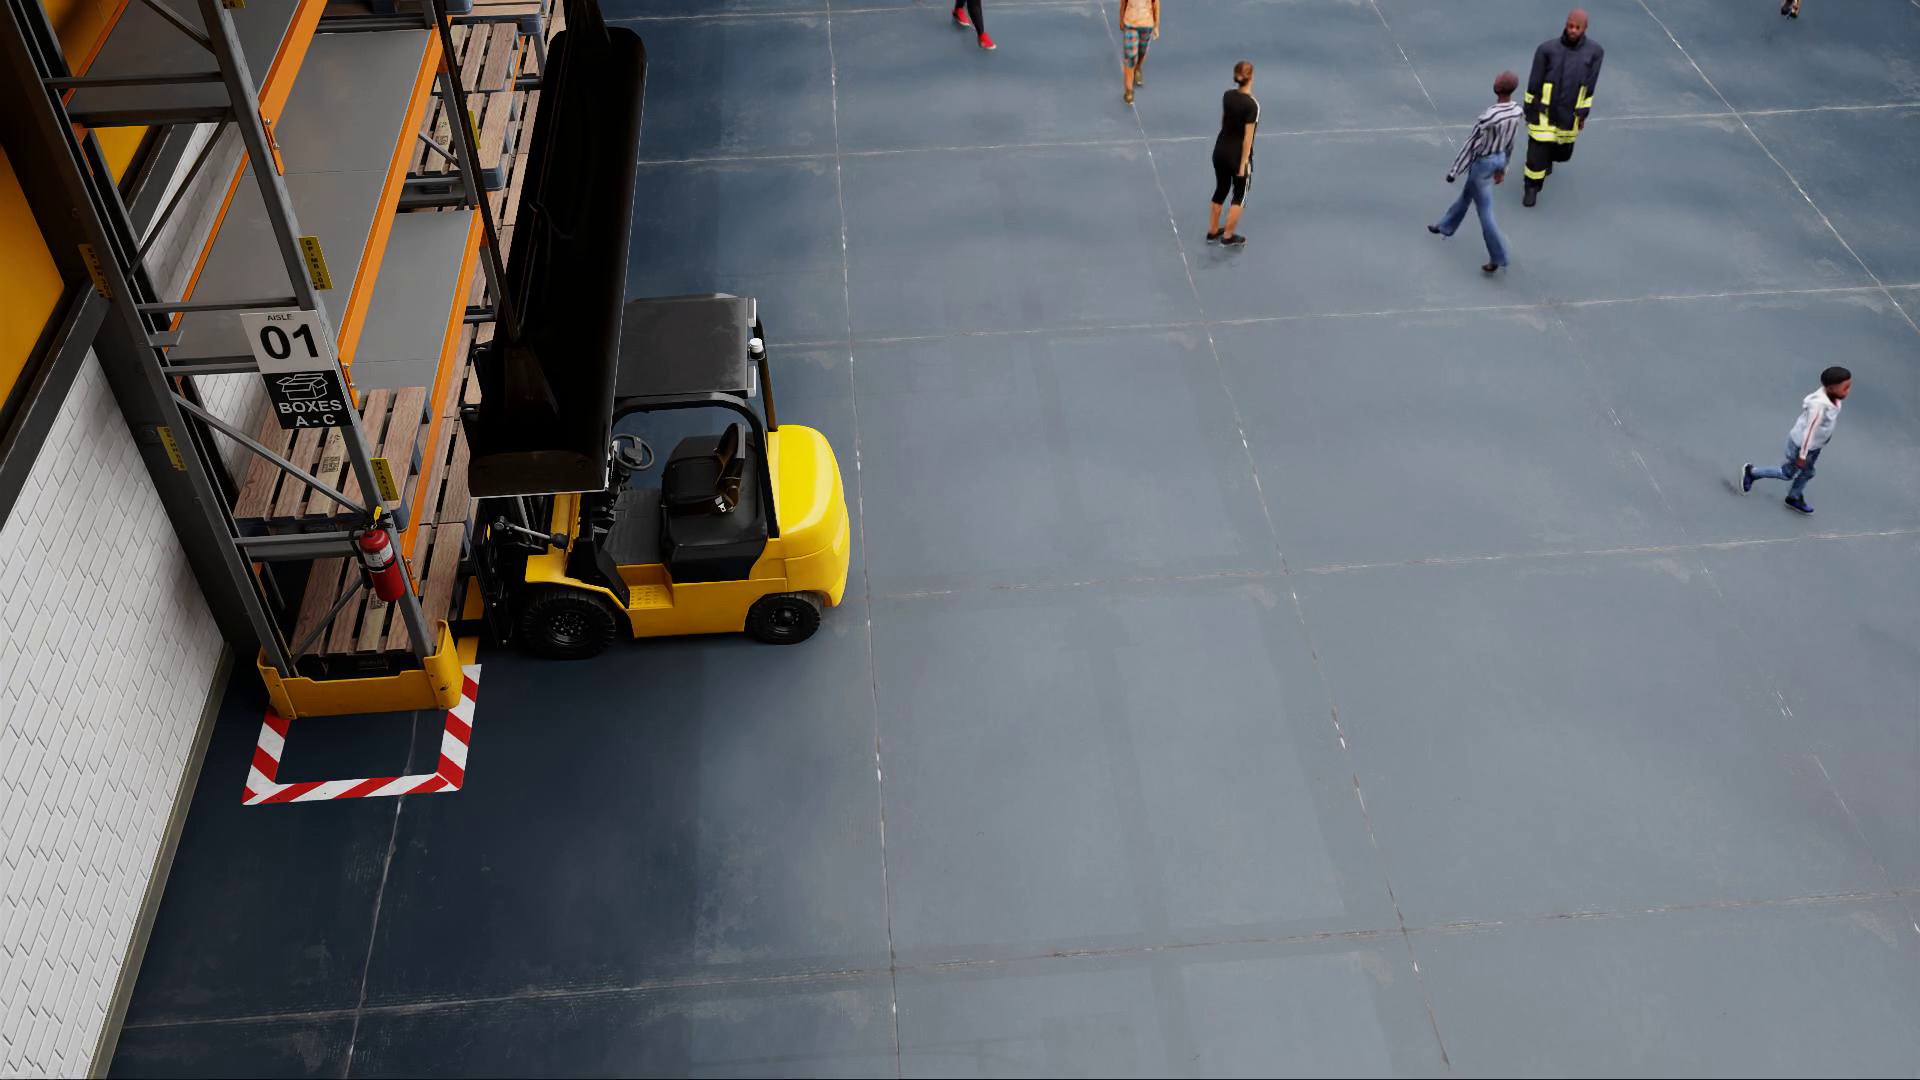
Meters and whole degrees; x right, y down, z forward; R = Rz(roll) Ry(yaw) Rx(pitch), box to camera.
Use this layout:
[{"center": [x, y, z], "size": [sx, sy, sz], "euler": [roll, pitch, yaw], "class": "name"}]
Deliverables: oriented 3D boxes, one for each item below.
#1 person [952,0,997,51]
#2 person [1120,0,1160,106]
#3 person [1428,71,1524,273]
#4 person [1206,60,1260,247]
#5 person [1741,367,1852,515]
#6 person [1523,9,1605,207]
[{"center": [0.079, -6.079, 17.226], "size": [1.043, 1.764, 1.297], "euler": [-23, 48, -22], "class": "person"}, {"center": [1.770, -5.123, 16.467], "size": [0.551, 1.428, 0.970], "euler": [-2, 44, -2], "class": "person"}, {"center": [4.505, -3.061, 14.071], "size": [1.075, 1.747, 1.255], "euler": [-28, 50, -26], "class": "person"}, {"center": [2.335, -3.301, 14.406], "size": [0.804, 1.633, 0.716], "euler": [-17, 46, -18], "class": "person"}, {"center": [6.065, -0.742, 11.999], "size": [0.742, 1.247, 0.841], "euler": [-33, 53, -30], "class": "person"}, {"center": [5.371, -3.932, 14.939], "size": [0.910, 1.811, 1.076], "euler": [9, 44, 9], "class": "person"}]
